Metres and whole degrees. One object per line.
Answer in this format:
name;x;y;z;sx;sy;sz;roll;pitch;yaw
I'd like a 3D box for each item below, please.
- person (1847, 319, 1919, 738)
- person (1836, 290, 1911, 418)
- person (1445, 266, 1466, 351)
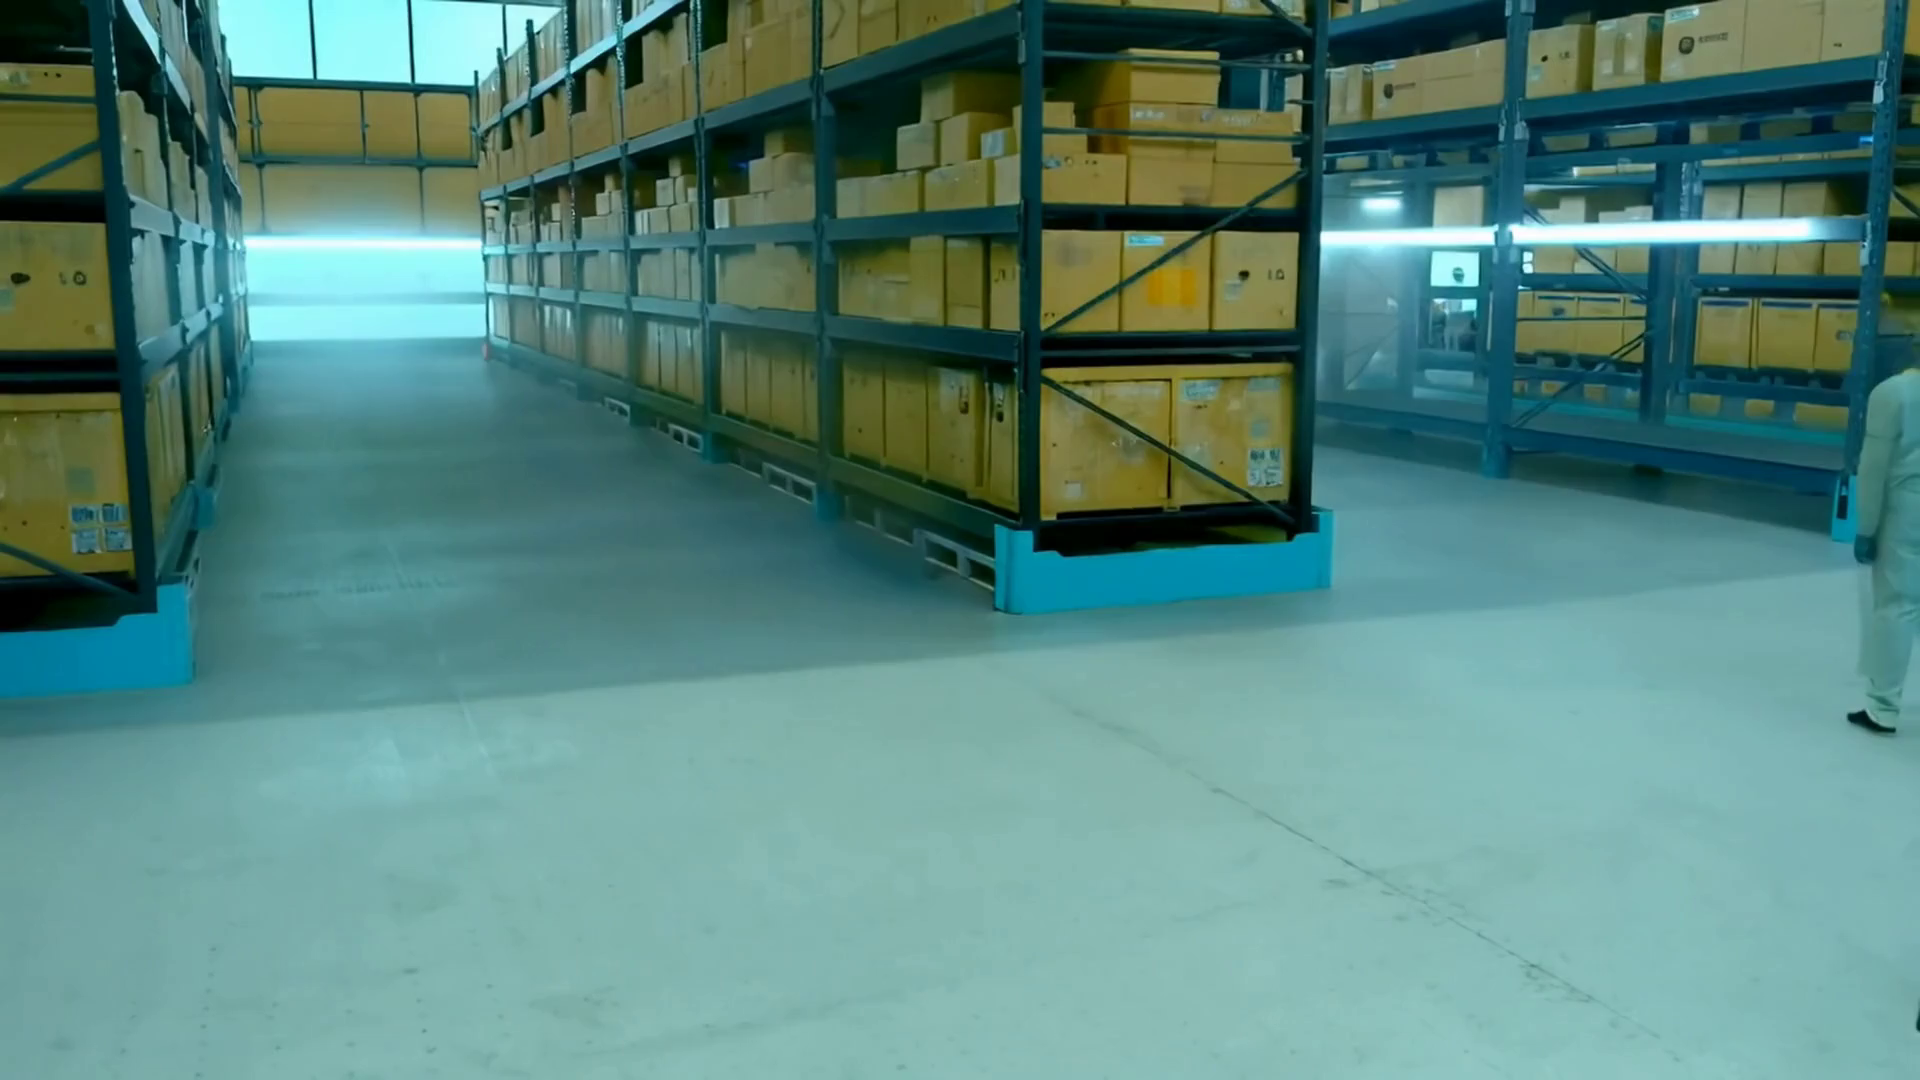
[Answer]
person;4.221;-0.073;7.253;0.645;1.898;0.396;1;9;3
person;8.686;-1.459;15.817;0.587;1.809;0.441;-4;10;-22
person;11.081;-5.122;37.188;0.383;1.993;0.622;-3;10;-17
